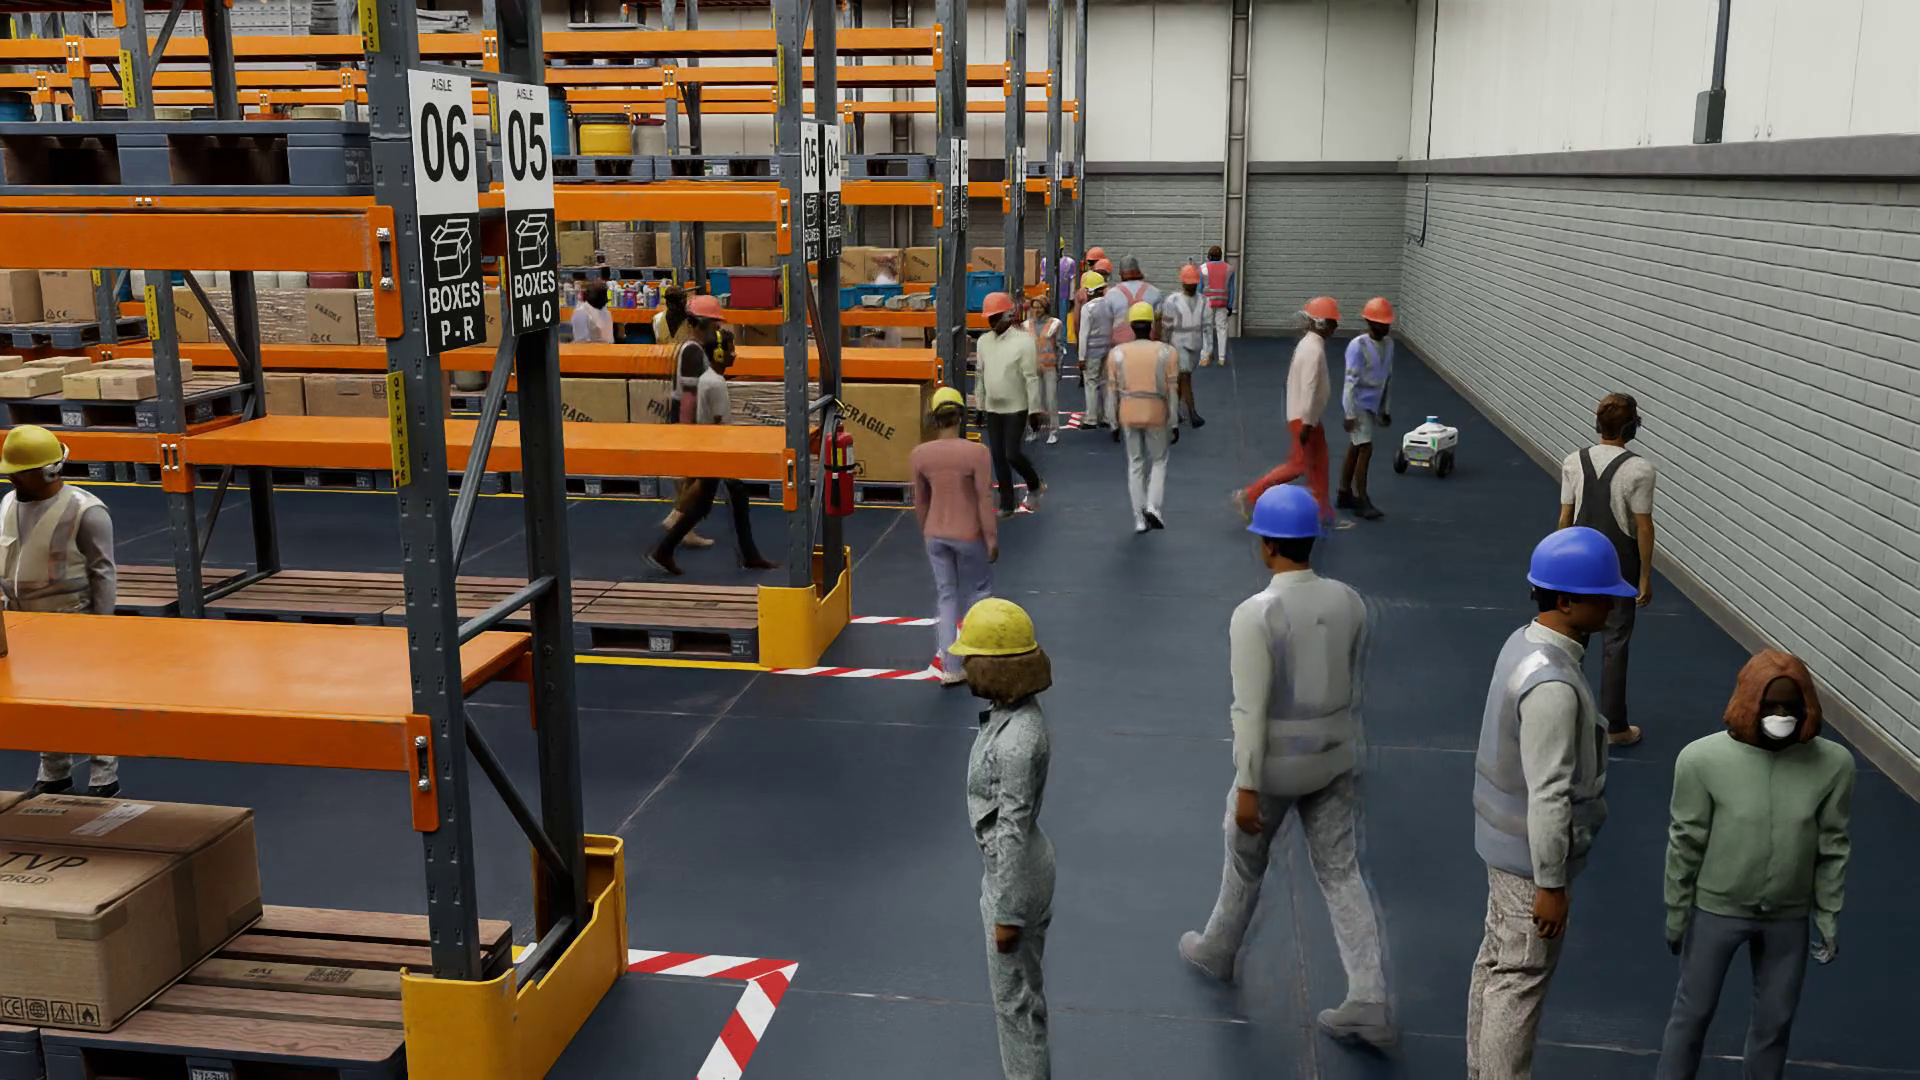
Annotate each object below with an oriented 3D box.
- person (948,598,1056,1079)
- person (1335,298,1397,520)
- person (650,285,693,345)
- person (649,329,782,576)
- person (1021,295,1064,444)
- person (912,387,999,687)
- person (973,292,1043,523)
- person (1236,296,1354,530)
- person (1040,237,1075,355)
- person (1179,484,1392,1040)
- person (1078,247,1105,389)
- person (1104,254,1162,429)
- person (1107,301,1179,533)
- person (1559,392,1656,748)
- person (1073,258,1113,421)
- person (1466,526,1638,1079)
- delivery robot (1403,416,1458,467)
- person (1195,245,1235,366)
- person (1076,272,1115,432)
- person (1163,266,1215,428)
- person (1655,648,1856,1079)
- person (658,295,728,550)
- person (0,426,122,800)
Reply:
[{"bbox_3d":[0.124,1.018,4.975,0.320,1.736,0.486,0,12,0],"label":"person"},{"bbox_3d":[3.519,-1.138,14.363,0.547,1.895,0.663,-12,17,-43],"label":"person"},{"bbox_3d":[-2.817,-1.630,16.684,0.629,1.842,0.429,2,13,11],"label":"person"},{"bbox_3d":[-1.843,-0.638,12.241,0.945,1.831,0.536,-2,13,-8],"label":"person"},{"bbox_3d":[0.901,-1.874,18.266,0.525,1.631,0.317,6,14,24],"label":"person"},{"bbox_3d":[0.005,-0.018,9.660,0.579,1.725,0.511,6,14,26],"label":"person"},{"bbox_3d":[0.413,-1.131,14.148,0.617,1.968,0.564,10,16,39],"label":"person"},{"bbox_3d":[2.813,-1.040,13.767,0.895,1.964,0.632,3,13,11],"label":"person"},{"bbox_3d":[1.581,-3.983,27.135,0.586,1.917,0.380,3,13,14],"label":"person"},{"bbox_3d":[1.181,0.758,5.773,0.633,1.904,0.980,-7,14,-30],"label":"person"},{"bbox_3d":[1.837,-3.039,22.831,0.378,1.932,0.551,-3,13,-13],"label":"person"},{"bbox_3d":[1.958,-2.291,19.213,0.717,2.000,0.536,-1,13,-4],"label":"person"},{"bbox_3d":[1.511,-1.003,13.709,0.614,1.900,0.431,3,13,15],"label":"person"},{"bbox_3d":[3.343,0.154,8.621,0.344,1.847,0.504,-11,17,-41],"label":"person"},{"bbox_3d":[1.682,-2.406,20.003,0.641,1.939,0.963,0,12,1],"label":"person"},{"bbox_3d":[1.738,0.910,4.976,0.405,1.946,0.609,3,13,12],"label":"person"},{"bbox_3d":[4.666,-0.984,16.481,0.477,0.478,0.707,9,15,34],"label":"delivery robot"},{"bbox_3d":[3.892,-3.596,25.560,0.635,1.841,0.429,-2,13,-9],"label":"person"},{"bbox_3d":[1.570,-2.158,19.126,0.592,1.821,0.403,-10,16,-39],"label":"person"},{"bbox_3d":[2.683,-2.261,19.467,0.570,1.876,0.975,-4,13,-18],"label":"person"},{"bbox_3d":[2.312,1.099,4.872,0.494,1.625,0.286,1,13,5],"label":"person"},{"bbox_3d":[-2.035,-0.897,12.989,0.518,2.011,0.642,-2,13,-10],"label":"person"},{"bbox_3d":[-4.190,0.369,7.701,0.586,1.823,0.403,4,13,16],"label":"person"}]
